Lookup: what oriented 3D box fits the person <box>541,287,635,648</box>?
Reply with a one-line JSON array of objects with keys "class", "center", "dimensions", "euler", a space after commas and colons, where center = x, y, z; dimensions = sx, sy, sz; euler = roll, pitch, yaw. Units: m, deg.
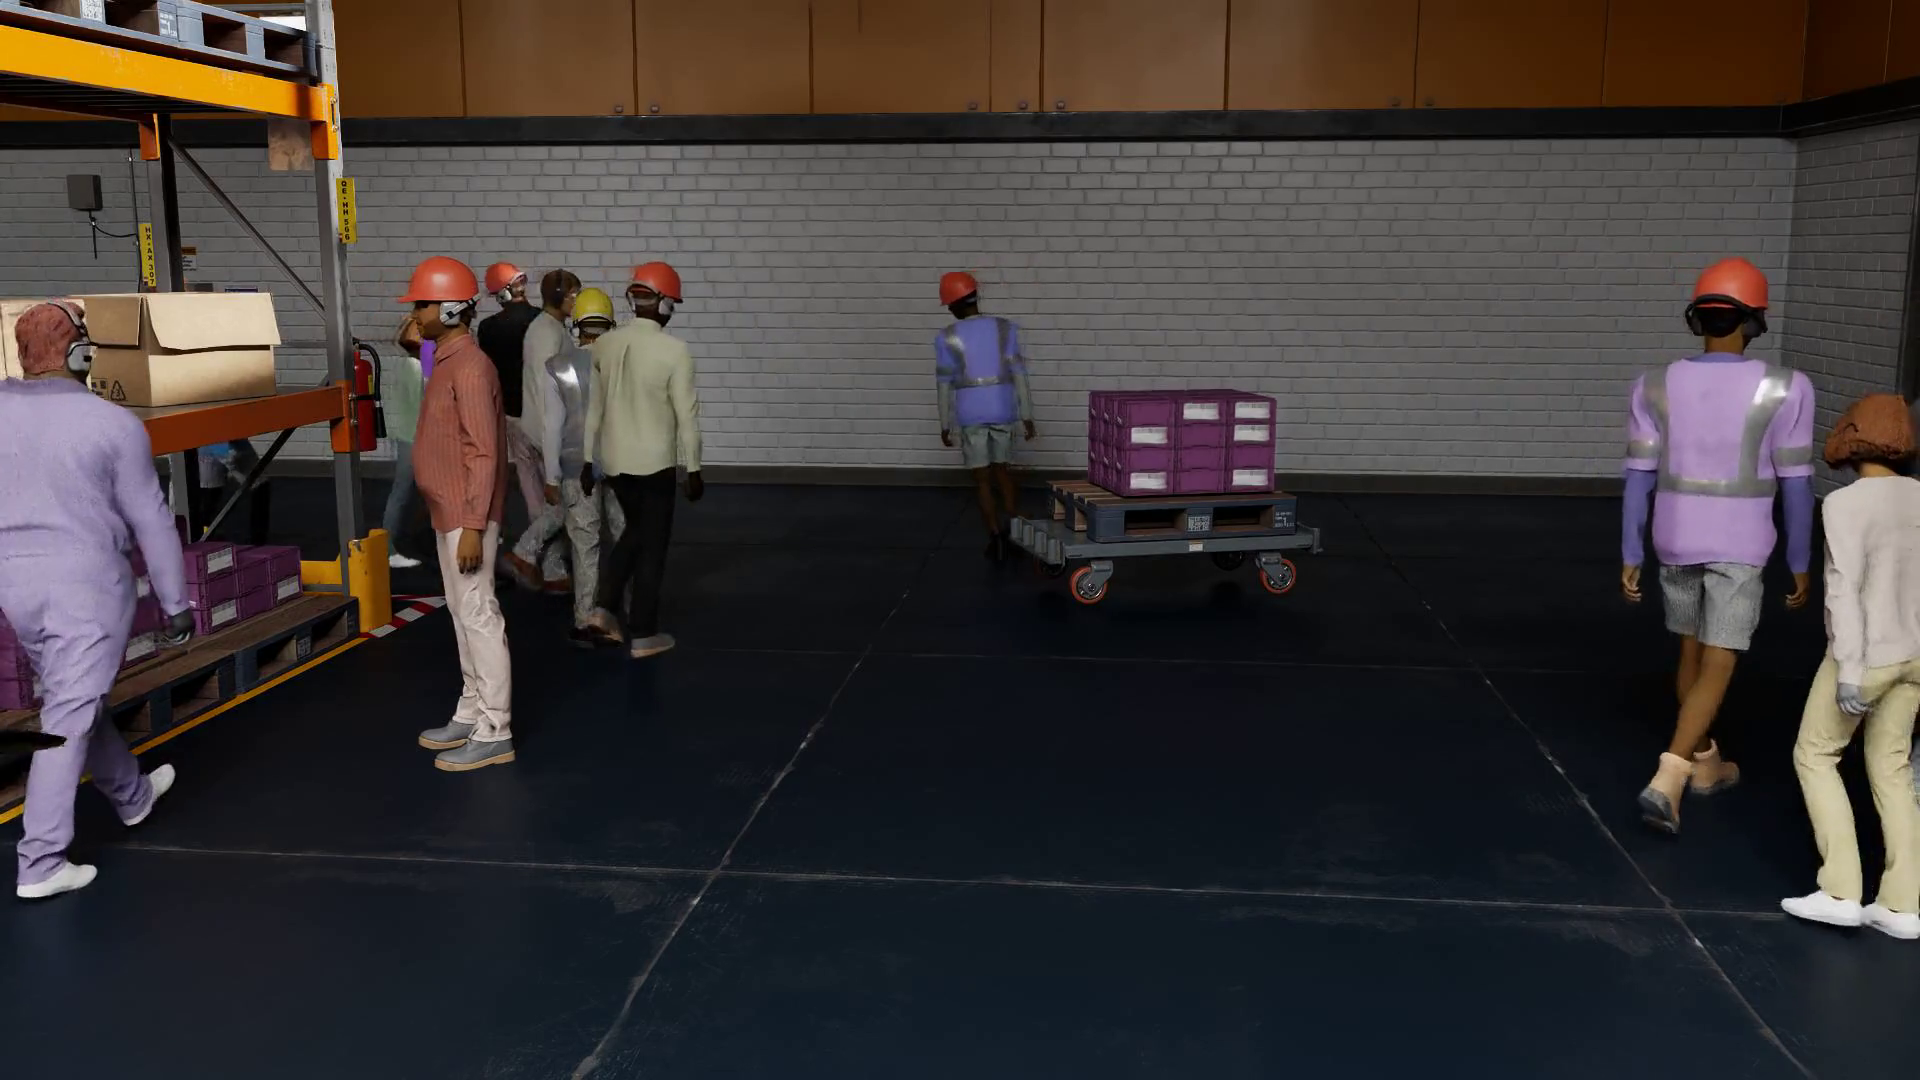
[{"class": "person", "center": [-1.844, -0.366, 8.507], "dimensions": [0.600, 1.829, 0.404], "euler": [-5, 11, -28]}]

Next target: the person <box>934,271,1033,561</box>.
[{"class": "person", "center": [0.140, -0.811, 10.908], "dimensions": [0.629, 1.875, 0.535], "euler": [-3, 10, -15]}]

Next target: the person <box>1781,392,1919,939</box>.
[{"class": "person", "center": [2.724, 0.372, 4.929], "dimensions": [0.518, 1.598, 0.472], "euler": [-4, 11, -23]}]

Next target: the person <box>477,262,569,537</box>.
[{"class": "person", "center": [-2.897, -0.898, 11.246], "dimensions": [0.657, 1.941, 0.635], "euler": [-6, 12, -31]}]

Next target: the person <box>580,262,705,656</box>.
[{"class": "person", "center": [-1.550, -0.392, 8.296], "dimensions": [0.621, 1.965, 0.461], "euler": [6, 12, 31]}]

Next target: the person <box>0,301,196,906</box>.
[{"class": "person", "center": [-2.822, 0.164, 5.404], "dimensions": [0.665, 1.851, 0.994], "euler": [1, 10, 7]}]

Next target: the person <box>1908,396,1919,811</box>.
[{"class": "person", "center": [3.314, 0.168, 5.191], "dimensions": [0.745, 1.913, 0.650], "euler": [0, 10, 2]}]

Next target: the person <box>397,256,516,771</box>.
[{"class": "person", "center": [-1.965, -0.103, 6.534], "dimensions": [0.381, 1.994, 0.621], "euler": [-5, 11, -26]}]

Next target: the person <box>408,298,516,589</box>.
[{"class": "person", "center": [-2.998, -0.635, 9.824], "dimensions": [0.580, 1.913, 0.565], "euler": [1, 10, 7]}]

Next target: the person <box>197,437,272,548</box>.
[{"class": "person", "center": [-4.447, -0.594, 10.261], "dimensions": [0.541, 1.673, 0.662], "euler": [7, 12, 36]}]

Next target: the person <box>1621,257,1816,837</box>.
[{"class": "person", "center": [2.626, 0.015, 5.849], "dimensions": [0.617, 2.013, 0.998], "euler": [9, 14, 43]}]

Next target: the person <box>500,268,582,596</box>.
[{"class": "person", "center": [-2.373, -0.610, 9.654], "dimensions": [0.476, 1.918, 0.641], "euler": [-3, 10, -14]}]

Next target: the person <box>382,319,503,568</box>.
[{"class": "person", "center": [-3.347, -0.622, 10.621], "dimensions": [0.842, 1.588, 0.531], "euler": [-3, 10, -18]}]

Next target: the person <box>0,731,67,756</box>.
[{"class": "person", "center": [-0.515, 0.936, 0.921], "dimensions": [0.646, 1.909, 0.539], "euler": [0, 10, 1]}]

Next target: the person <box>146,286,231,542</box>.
[{"class": "person", "center": [-5.064, -0.802, 10.915], "dimensions": [0.469, 1.854, 0.614], "euler": [4, 11, 19]}]
